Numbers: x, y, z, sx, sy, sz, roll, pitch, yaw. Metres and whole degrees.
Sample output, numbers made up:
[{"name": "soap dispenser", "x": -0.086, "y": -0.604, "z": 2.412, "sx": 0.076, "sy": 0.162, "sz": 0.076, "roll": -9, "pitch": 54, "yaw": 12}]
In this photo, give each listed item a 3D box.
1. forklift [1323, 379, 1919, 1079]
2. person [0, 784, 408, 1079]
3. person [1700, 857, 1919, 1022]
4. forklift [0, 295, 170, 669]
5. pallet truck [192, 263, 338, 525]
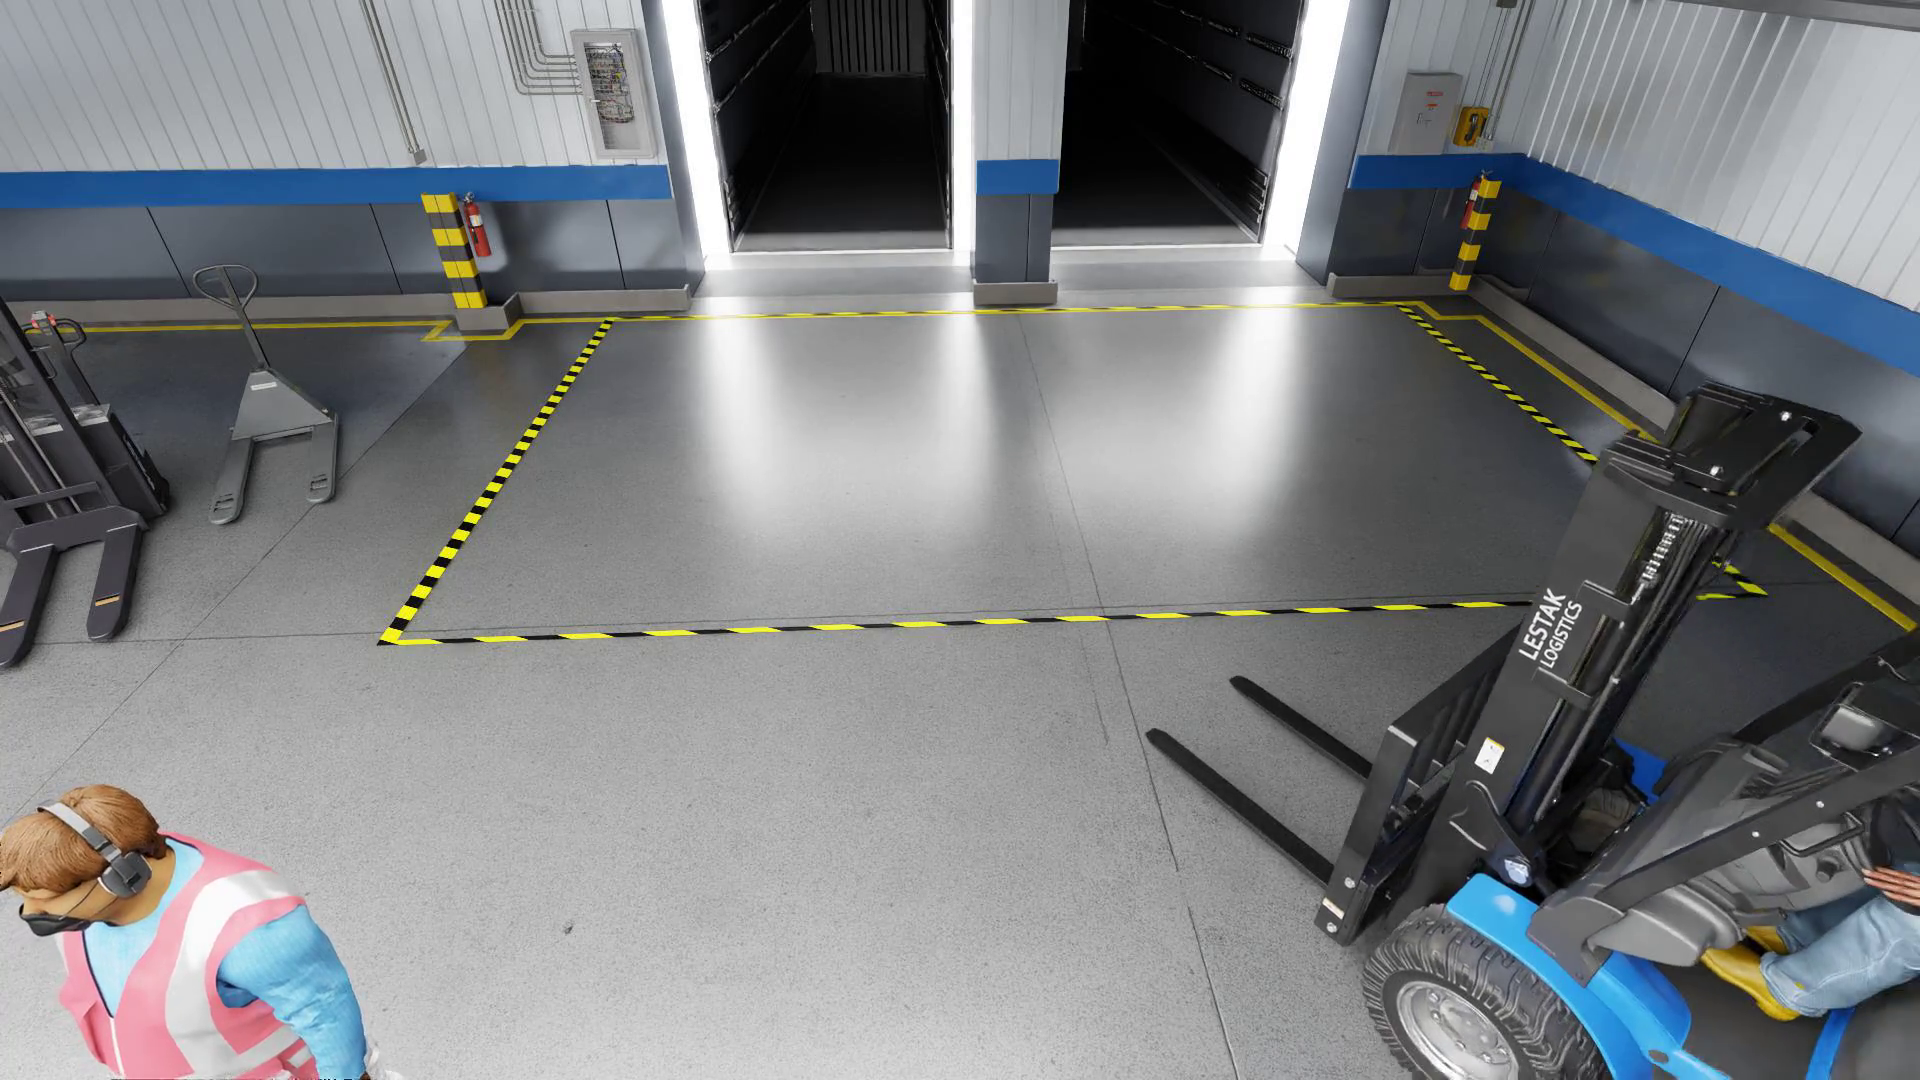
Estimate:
[{"name": "forklift", "x": 2.546, "y": 1.029, "z": 2.201, "sx": 1.157, "sy": 2.036, "sz": 2.680, "roll": -23, "pitch": 41, "yaw": -30}, {"name": "person", "x": -1.753, "y": 1.270, "z": 2.300, "sx": 0.622, "sy": 1.844, "sz": 0.431, "roll": 10, "pitch": 36, "yaw": 14}, {"name": "person", "x": 2.516, "y": 0.845, "z": 2.137, "sx": 0.635, "sy": 1.294, "sz": 1.004, "roll": -23, "pitch": 41, "yaw": -30}, {"name": "forklift", "x": -5.212, "y": -0.618, "z": 4.878, "sx": 0.823, "sy": 1.965, "sz": 1.885, "roll": -20, "pitch": 39, "yaw": -26}, {"name": "pallet truck", "x": -4.778, "y": -1.027, "z": 6.128, "sx": 0.680, "sy": 1.201, "sz": 1.601, "roll": -17, "pitch": 38, "yaw": -23}]
